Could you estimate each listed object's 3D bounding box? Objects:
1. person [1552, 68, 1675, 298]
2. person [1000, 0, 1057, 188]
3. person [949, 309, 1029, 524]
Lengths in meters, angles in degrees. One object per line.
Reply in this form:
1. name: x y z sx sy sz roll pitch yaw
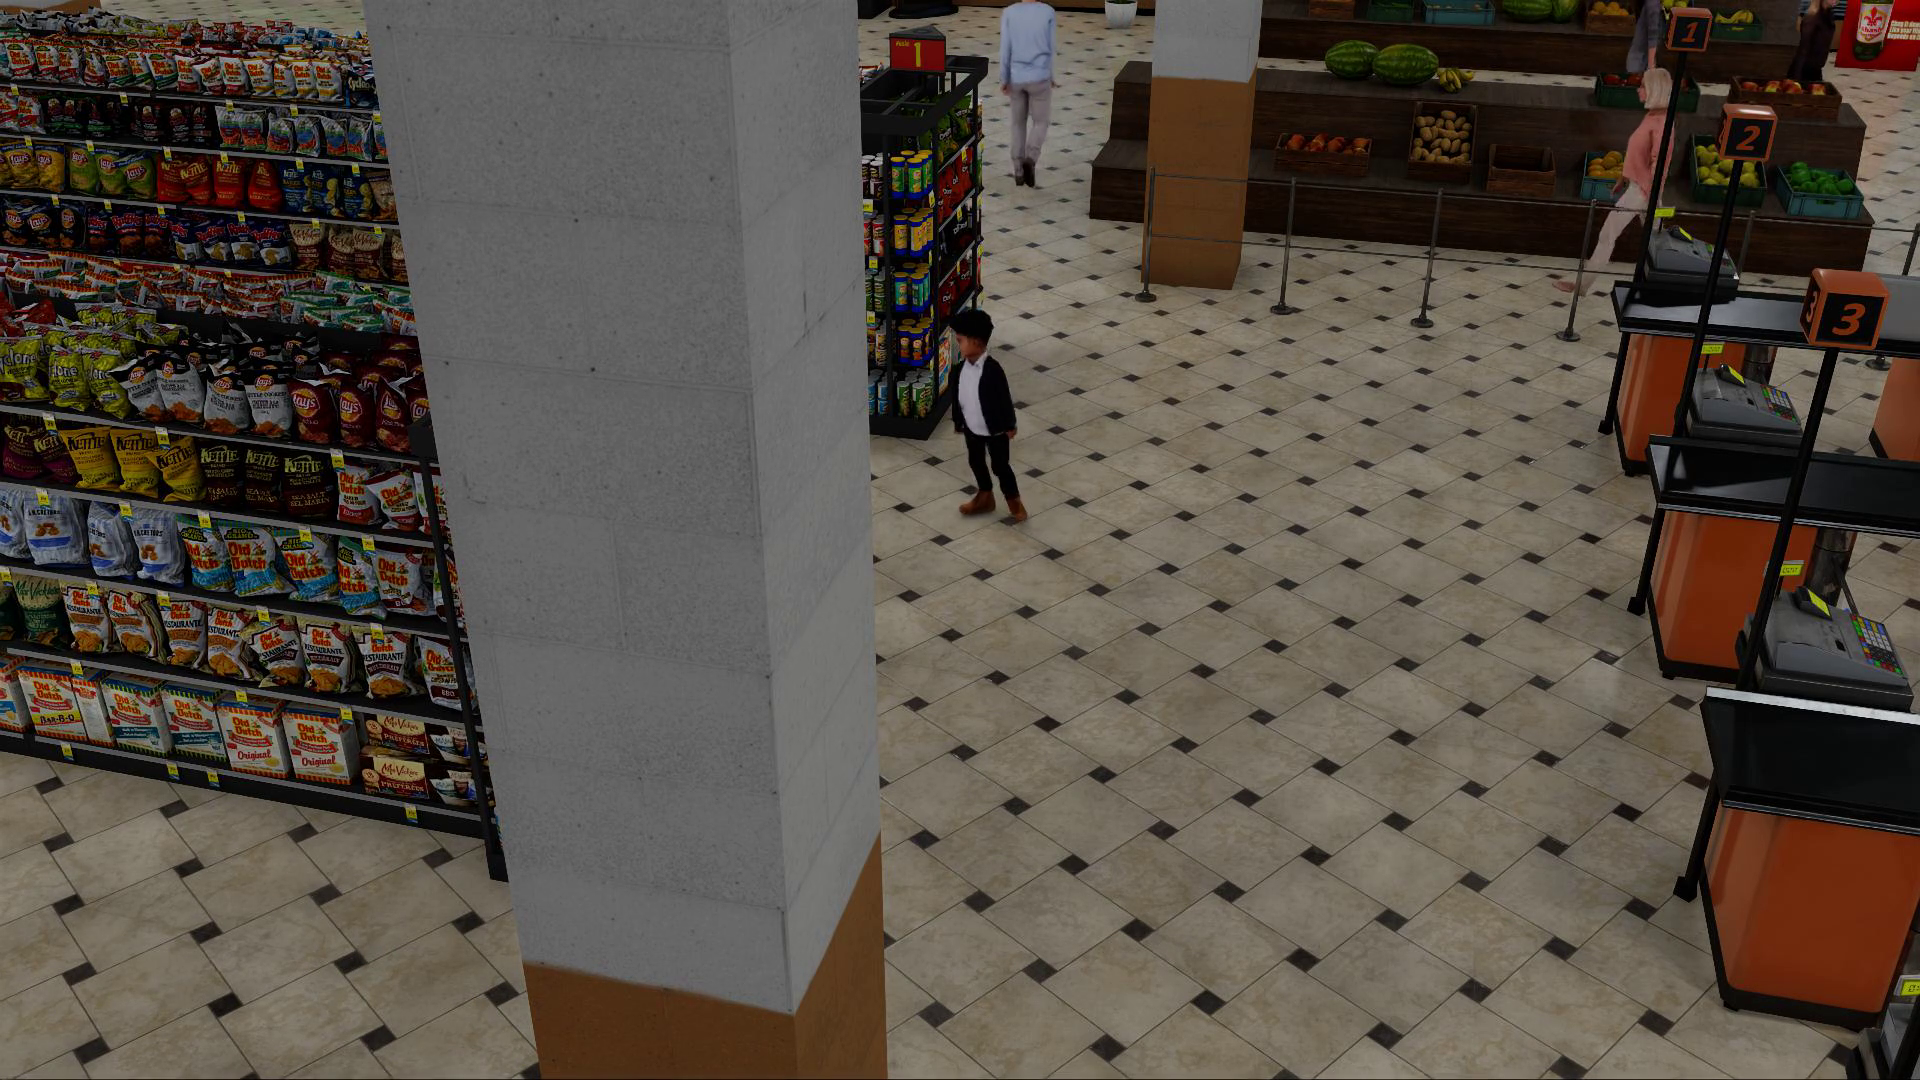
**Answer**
1. person: 4.999 -2.488 11.927 1.181 1.670 0.614 7 29 12
2. person: 0.591 -3.927 14.363 0.944 1.861 0.709 5 29 9
3. person: 0.175 -0.671 9.084 0.585 1.205 0.751 13 31 23
